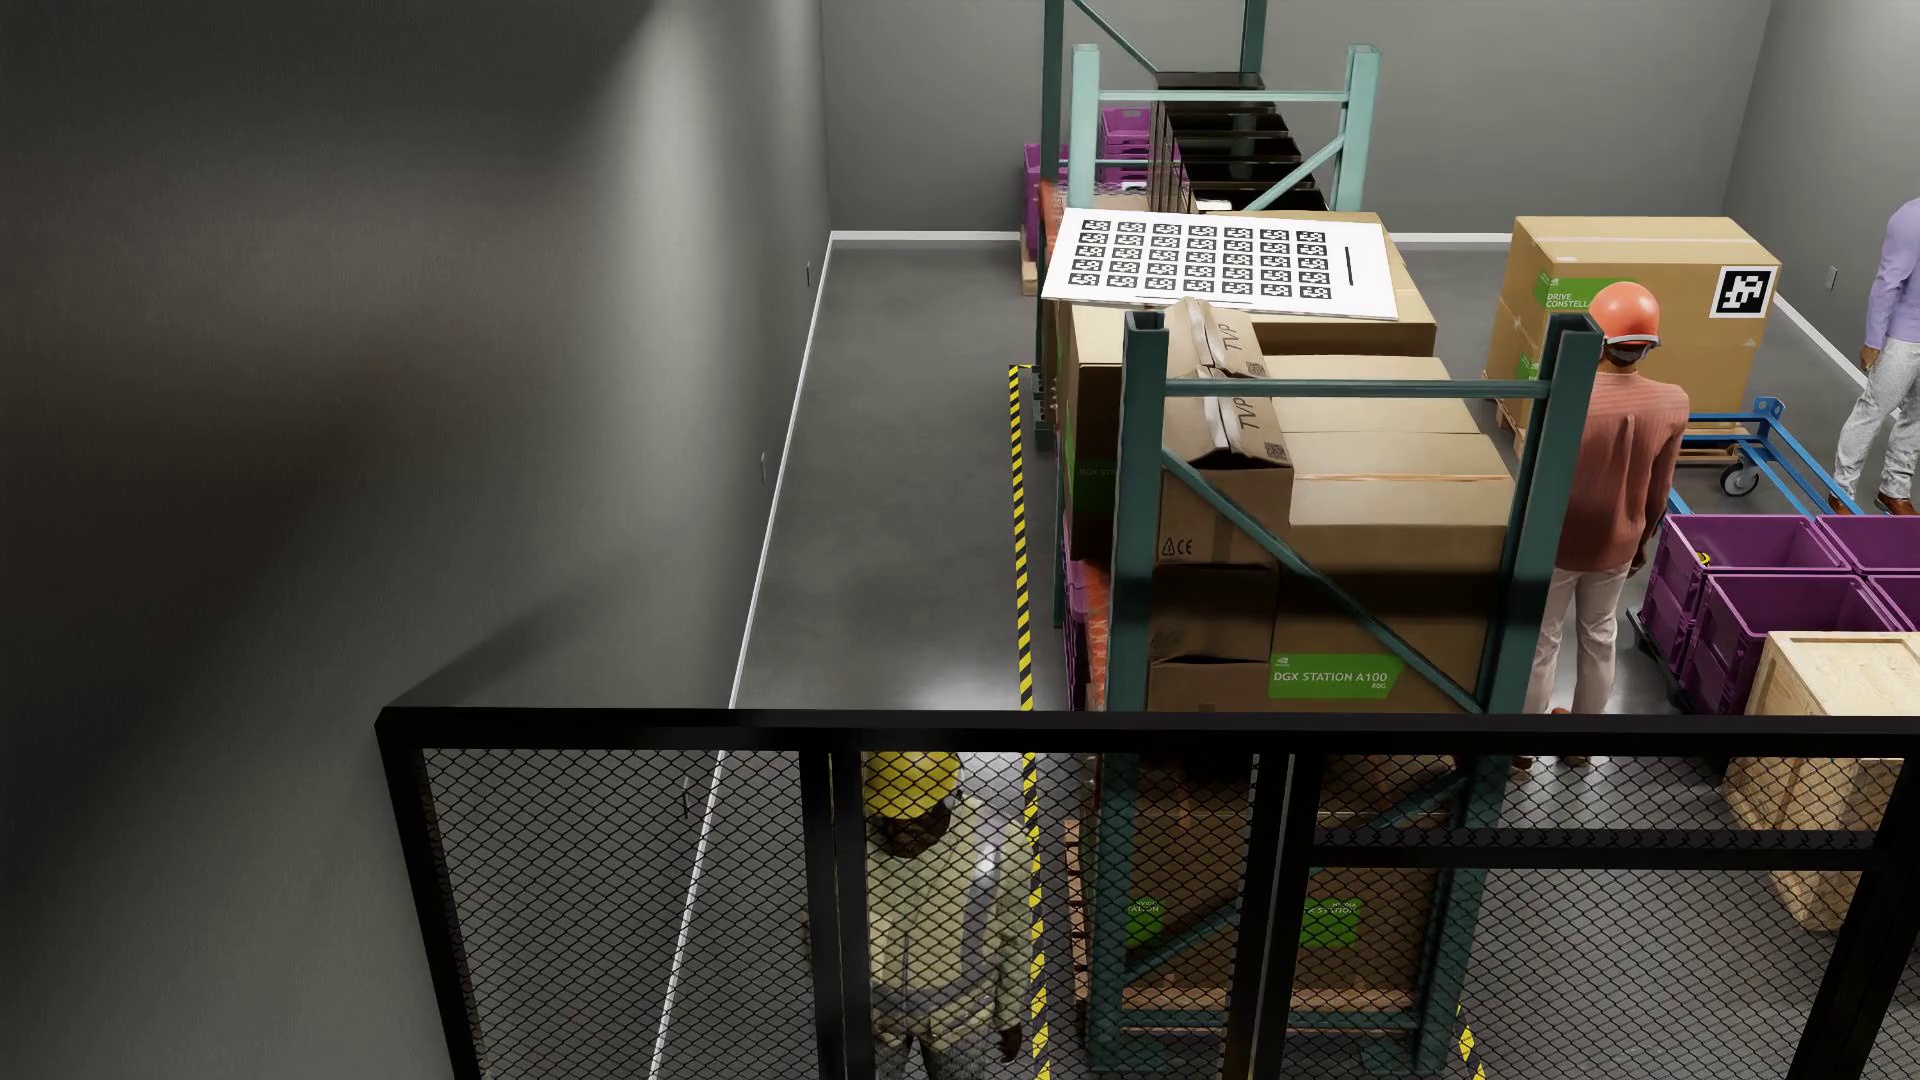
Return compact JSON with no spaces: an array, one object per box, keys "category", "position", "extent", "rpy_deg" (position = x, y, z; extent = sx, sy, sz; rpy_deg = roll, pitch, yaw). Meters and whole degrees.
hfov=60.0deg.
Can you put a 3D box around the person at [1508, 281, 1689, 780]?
[{"category":"person","position":[2.292,-0.006,6.172],"extent":[0.623,1.992,0.397],"rpy_deg":[-7,32,-12]}]

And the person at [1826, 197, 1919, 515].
[{"category":"person","position":[4.529,-0.945,7.784],"extent":[0.632,1.940,0.372],"rpy_deg":[-1,31,-2]}]

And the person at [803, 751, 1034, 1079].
[{"category":"person","position":[-0.111,1.190,4.338],"extent":[0.591,1.834,0.404],"rpy_deg":[3,31,6]}]
